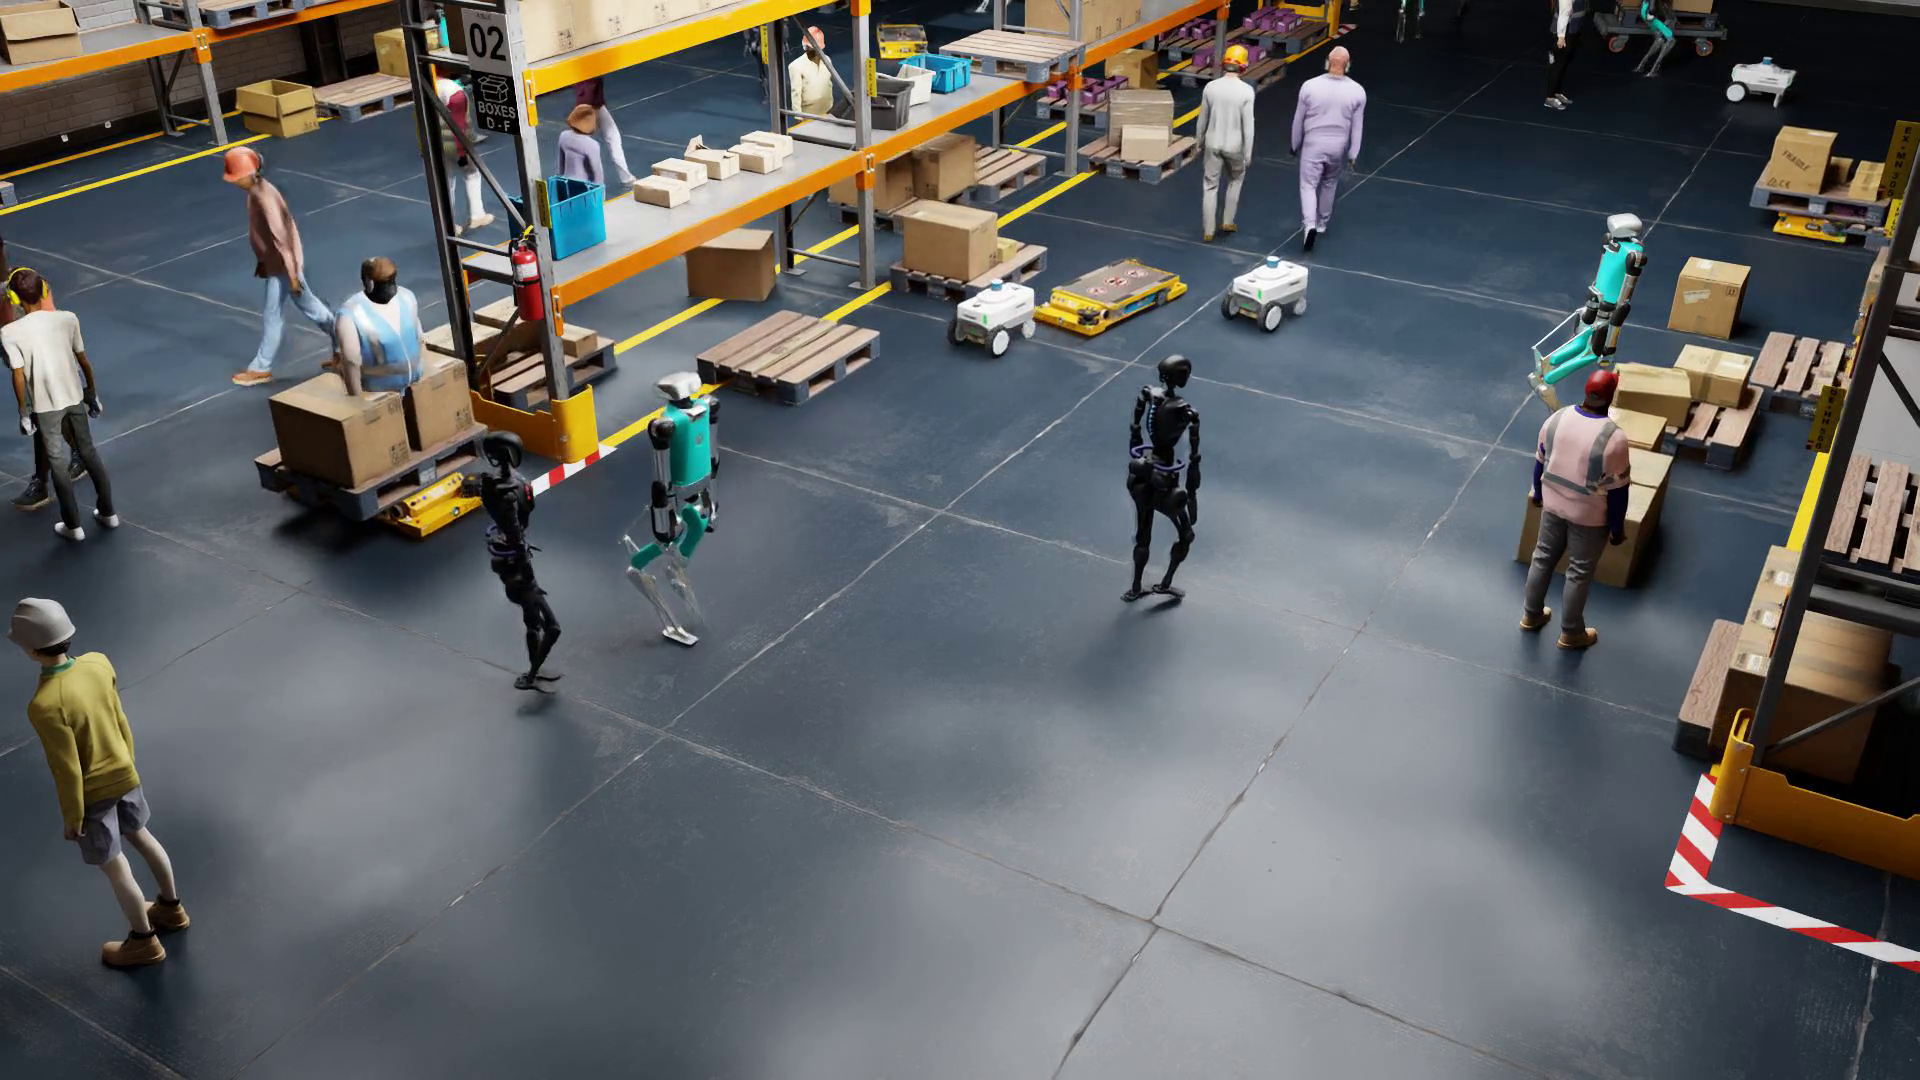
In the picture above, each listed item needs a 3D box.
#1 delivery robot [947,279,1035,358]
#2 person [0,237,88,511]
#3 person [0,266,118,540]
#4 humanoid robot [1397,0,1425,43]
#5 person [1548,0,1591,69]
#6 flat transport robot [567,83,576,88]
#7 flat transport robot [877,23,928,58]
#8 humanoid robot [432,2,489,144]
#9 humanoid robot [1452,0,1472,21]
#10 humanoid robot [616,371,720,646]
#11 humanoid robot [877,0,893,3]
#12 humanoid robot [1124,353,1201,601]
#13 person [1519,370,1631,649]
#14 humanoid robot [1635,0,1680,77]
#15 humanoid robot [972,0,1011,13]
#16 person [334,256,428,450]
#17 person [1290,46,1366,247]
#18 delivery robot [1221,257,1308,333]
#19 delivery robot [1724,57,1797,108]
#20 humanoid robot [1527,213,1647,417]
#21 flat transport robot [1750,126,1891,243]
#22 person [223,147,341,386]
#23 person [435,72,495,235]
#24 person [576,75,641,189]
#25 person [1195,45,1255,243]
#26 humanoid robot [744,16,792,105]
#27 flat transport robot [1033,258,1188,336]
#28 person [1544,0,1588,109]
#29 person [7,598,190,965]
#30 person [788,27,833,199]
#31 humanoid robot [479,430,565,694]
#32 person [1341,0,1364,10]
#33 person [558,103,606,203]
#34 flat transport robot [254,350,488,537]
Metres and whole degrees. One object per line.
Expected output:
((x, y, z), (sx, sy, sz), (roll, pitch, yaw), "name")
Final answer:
((0.295, -1.904, 13.999), (0.499, 0.575, 0.754), (23, 36, 34), "delivery robot")
((-6.433, -1.173, 11.330), (0.614, 1.927, 0.839), (13, 32, 21), "person")
((-5.921, -0.890, 10.910), (0.345, 1.856, 0.520), (21, 36, 32), "person")
((6.432, -7.867, 23.451), (0.539, 1.830, 0.814), (4, 30, 7), "humanoid robot")
((8.106, -7.161, 22.013), (0.533, 1.833, 0.424), (-11, 31, -19), "person")
((-5.444, -5.895, 21.370), (0.659, 0.231, 1.431), (16, 33, 26), "flat transport robot")
((-0.814, -6.998, 23.320), (0.659, 0.231, 1.431), (-2, 30, -4), "flat transport robot")
((-5.798, -5.171, 18.651), (0.546, 1.759, 1.047), (17, 33, 27), "humanoid robot")
((7.636, -8.618, 24.782), (0.751, 1.628, 0.610), (-25, 38, -37), "humanoid robot")
((-1.726, -0.143, 9.764), (0.673, 1.859, 0.550), (17, 33, 27), "humanoid robot")
((-1.155, -9.191, 25.781), (0.411, 1.643, 0.584), (0, 29, 0), "humanoid robot")
((1.216, -0.377, 10.185), (0.415, 1.646, 0.595), (-21, 36, -33), "humanoid robot")
((3.633, -0.185, 9.759), (0.420, 1.755, 0.620), (-20, 35, -32), "person")
((9.184, -6.957, 21.790), (0.731, 1.809, 0.539), (2, 30, 4), "humanoid robot")
((0.539, -8.822, 25.092), (0.560, 1.743, 1.048), (25, 38, 37), "humanoid robot")
((-3.861, -1.055, 11.220), (0.537, 1.829, 0.650), (19, 35, 30), "person")
((3.517, -3.766, 15.972), (0.649, 1.872, 0.854), (1, 29, 2), "person")
((2.687, -2.161, 14.481), (0.806, 0.602, 0.499), (-24, 37, -36), "delivery robot")
((9.997, -5.725, 20.796), (0.783, 0.612, 0.525), (19, 35, 30), "delivery robot")
((4.434, -1.516, 11.996), (0.735, 1.677, 0.533), (-1, 30, -3), "humanoid robot")
((8.704, -3.332, 16.836), (0.659, 0.231, 1.431), (17, 34, 27), "flat transport robot")
((-5.370, -2.176, 13.119), (1.017, 1.921, 0.633), (-13, 32, -22), "person")
((-4.914, -3.870, 16.225), (0.615, 1.804, 0.678), (14, 32, 23), "person")
((-3.843, -4.565, 17.356), (0.950, 1.908, 0.500), (-13, 32, -22), "person")
((2.562, -3.849, 16.131), (0.612, 1.865, 0.699), (10, 31, 17), "person")
((-2.354, -6.080, 20.299), (0.599, 1.622, 0.759), (-3, 30, -5), "humanoid robot")
((1.346, -2.172, 14.784), (0.659, 0.231, 1.431), (24, 37, 36), "flat transport robot")
((7.471, -6.219, 20.427), (0.429, 1.757, 0.767), (18, 34, 29), "person")
((-3.822, 1.083, 7.380), (0.399, 1.889, 0.477), (5, 30, 9), "person")
((-1.509, -4.455, 17.320), (0.335, 1.744, 0.560), (24, 37, 36), "person")
((-2.465, 0.115, 9.309), (0.321, 1.652, 0.609), (-10, 31, -17), "humanoid robot")
((6.005, -9.008, 25.366), (0.562, 1.752, 0.332), (26, 39, 38), "person")
((-3.444, -3.167, 15.179), (0.528, 1.603, 0.398), (23, 37, 35), "person")
((-4.048, -0.395, 11.641), (1.431, 0.231, 0.659), (16, 33, 26), "flat transport robot")
